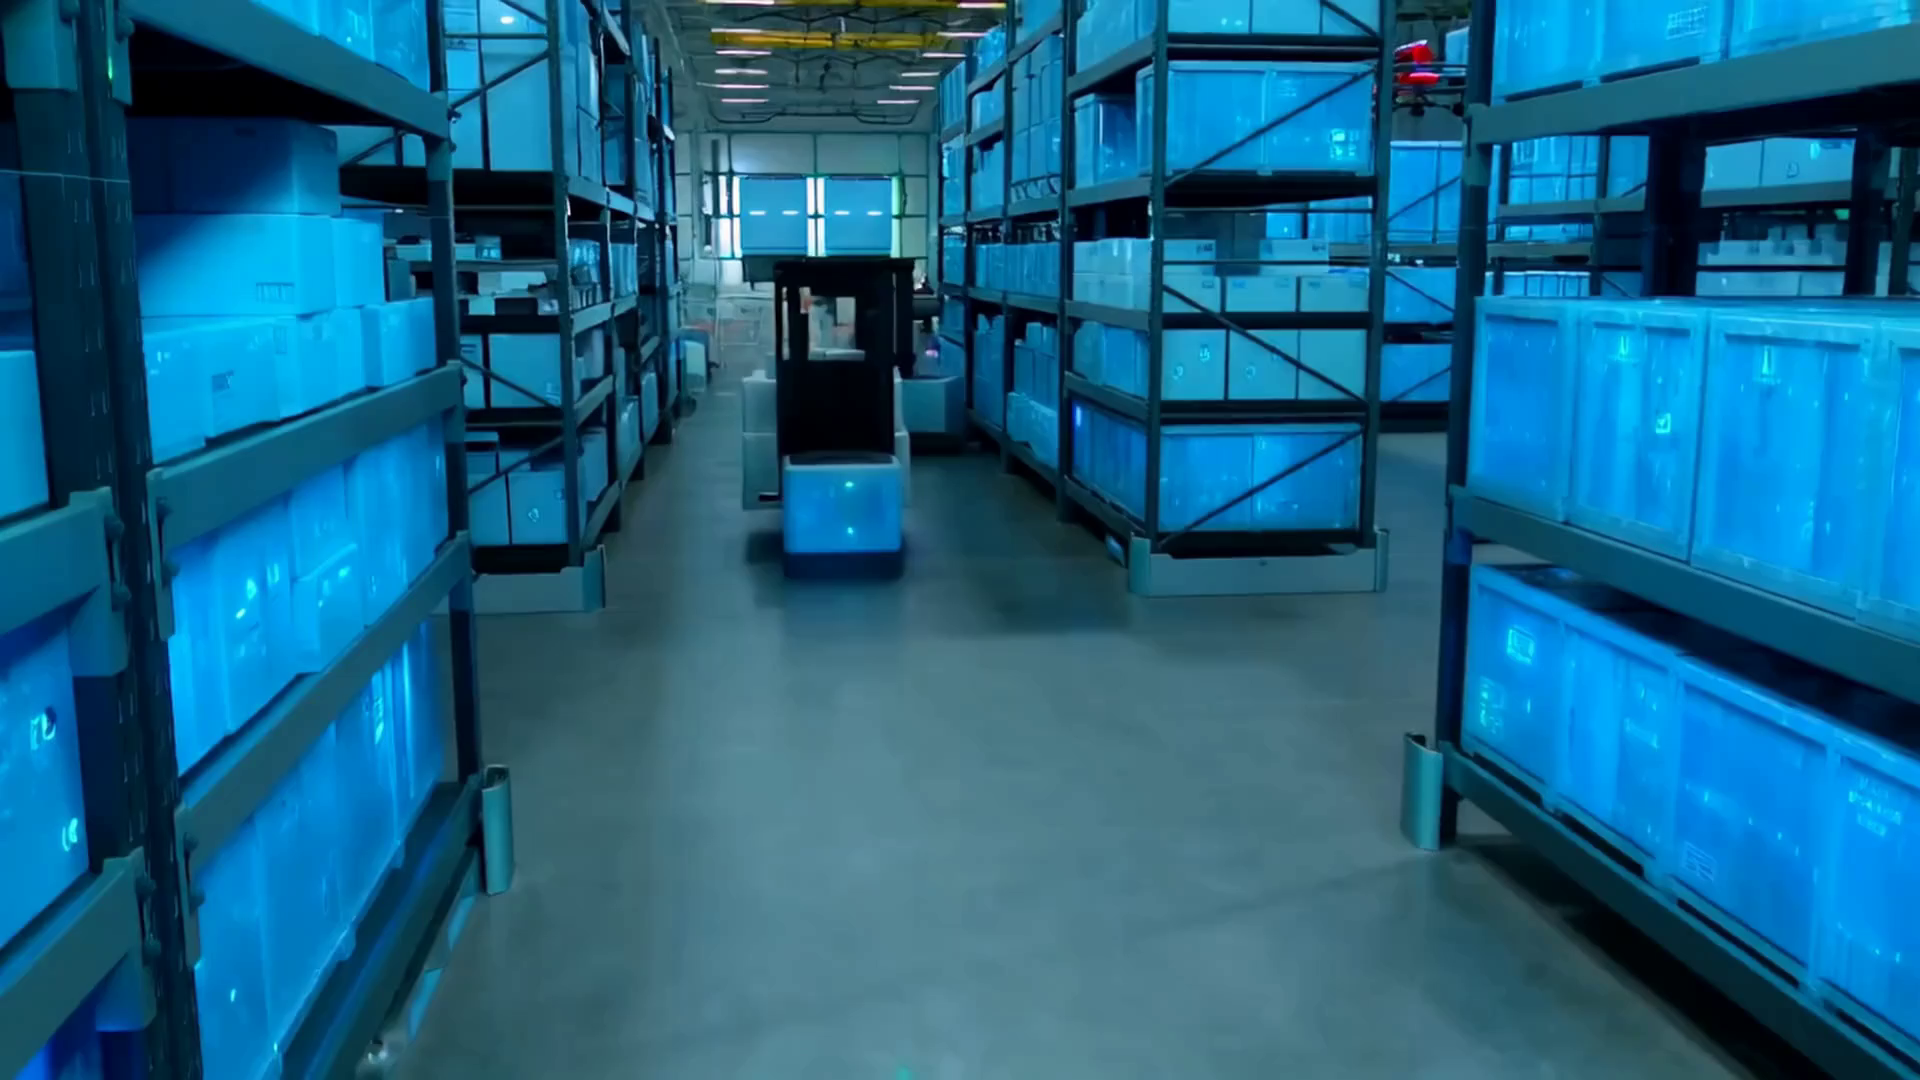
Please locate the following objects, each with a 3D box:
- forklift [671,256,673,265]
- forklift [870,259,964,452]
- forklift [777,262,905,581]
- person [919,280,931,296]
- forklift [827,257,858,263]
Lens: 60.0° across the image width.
[{"bbox_3d":[-10.987,-9.066,61.344,1.129,2.768,1.873,-1,10,-7],"label":"forklift"},{"bbox_3d":[-0.972,-2.768,24.679,1.873,2.768,1.129,4,11,22],"label":"forklift"},{"bbox_3d":[-1.115,-1.133,15.161,1.129,2.768,1.873,-1,10,-7],"label":"forklift"},{"bbox_3d":[-1.361,-8.893,63.149,0.629,1.916,0.633,-8,13,-40],"label":"person"},{"bbox_3d":[-3.405,-6.789,48.088,1.129,2.768,1.873,6,12,33],"label":"forklift"}]
